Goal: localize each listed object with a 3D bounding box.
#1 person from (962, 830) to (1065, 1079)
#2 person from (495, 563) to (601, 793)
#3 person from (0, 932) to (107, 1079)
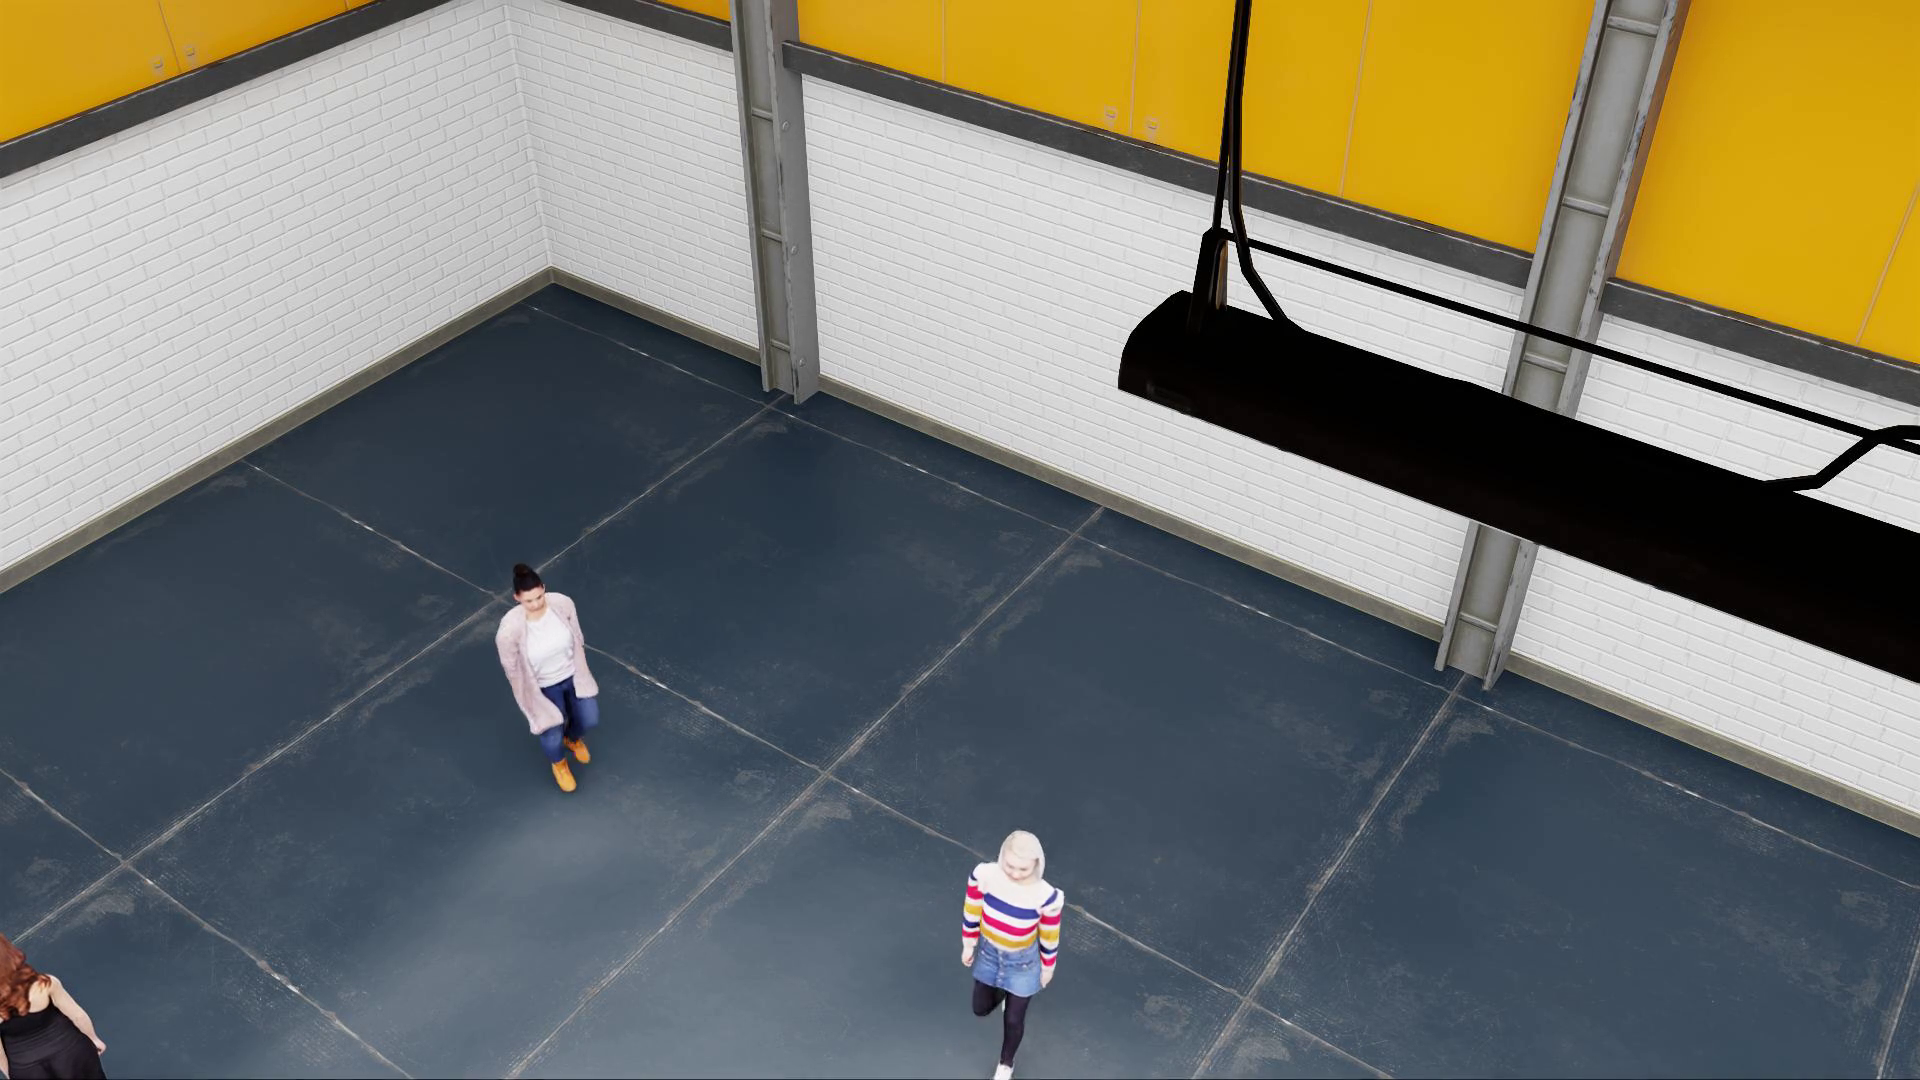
[{"bbox_3d":[0.272,2.063,8.451,0.899,1.796,0.836,14,41,17],"label":"person"},{"bbox_3d":[-2.521,0.793,10.095,0.774,1.730,0.779,-26,45,-29],"label":"person"},{"bbox_3d":[-4.360,2.489,7.958,0.658,1.746,0.636,-21,43,-24],"label":"person"}]
